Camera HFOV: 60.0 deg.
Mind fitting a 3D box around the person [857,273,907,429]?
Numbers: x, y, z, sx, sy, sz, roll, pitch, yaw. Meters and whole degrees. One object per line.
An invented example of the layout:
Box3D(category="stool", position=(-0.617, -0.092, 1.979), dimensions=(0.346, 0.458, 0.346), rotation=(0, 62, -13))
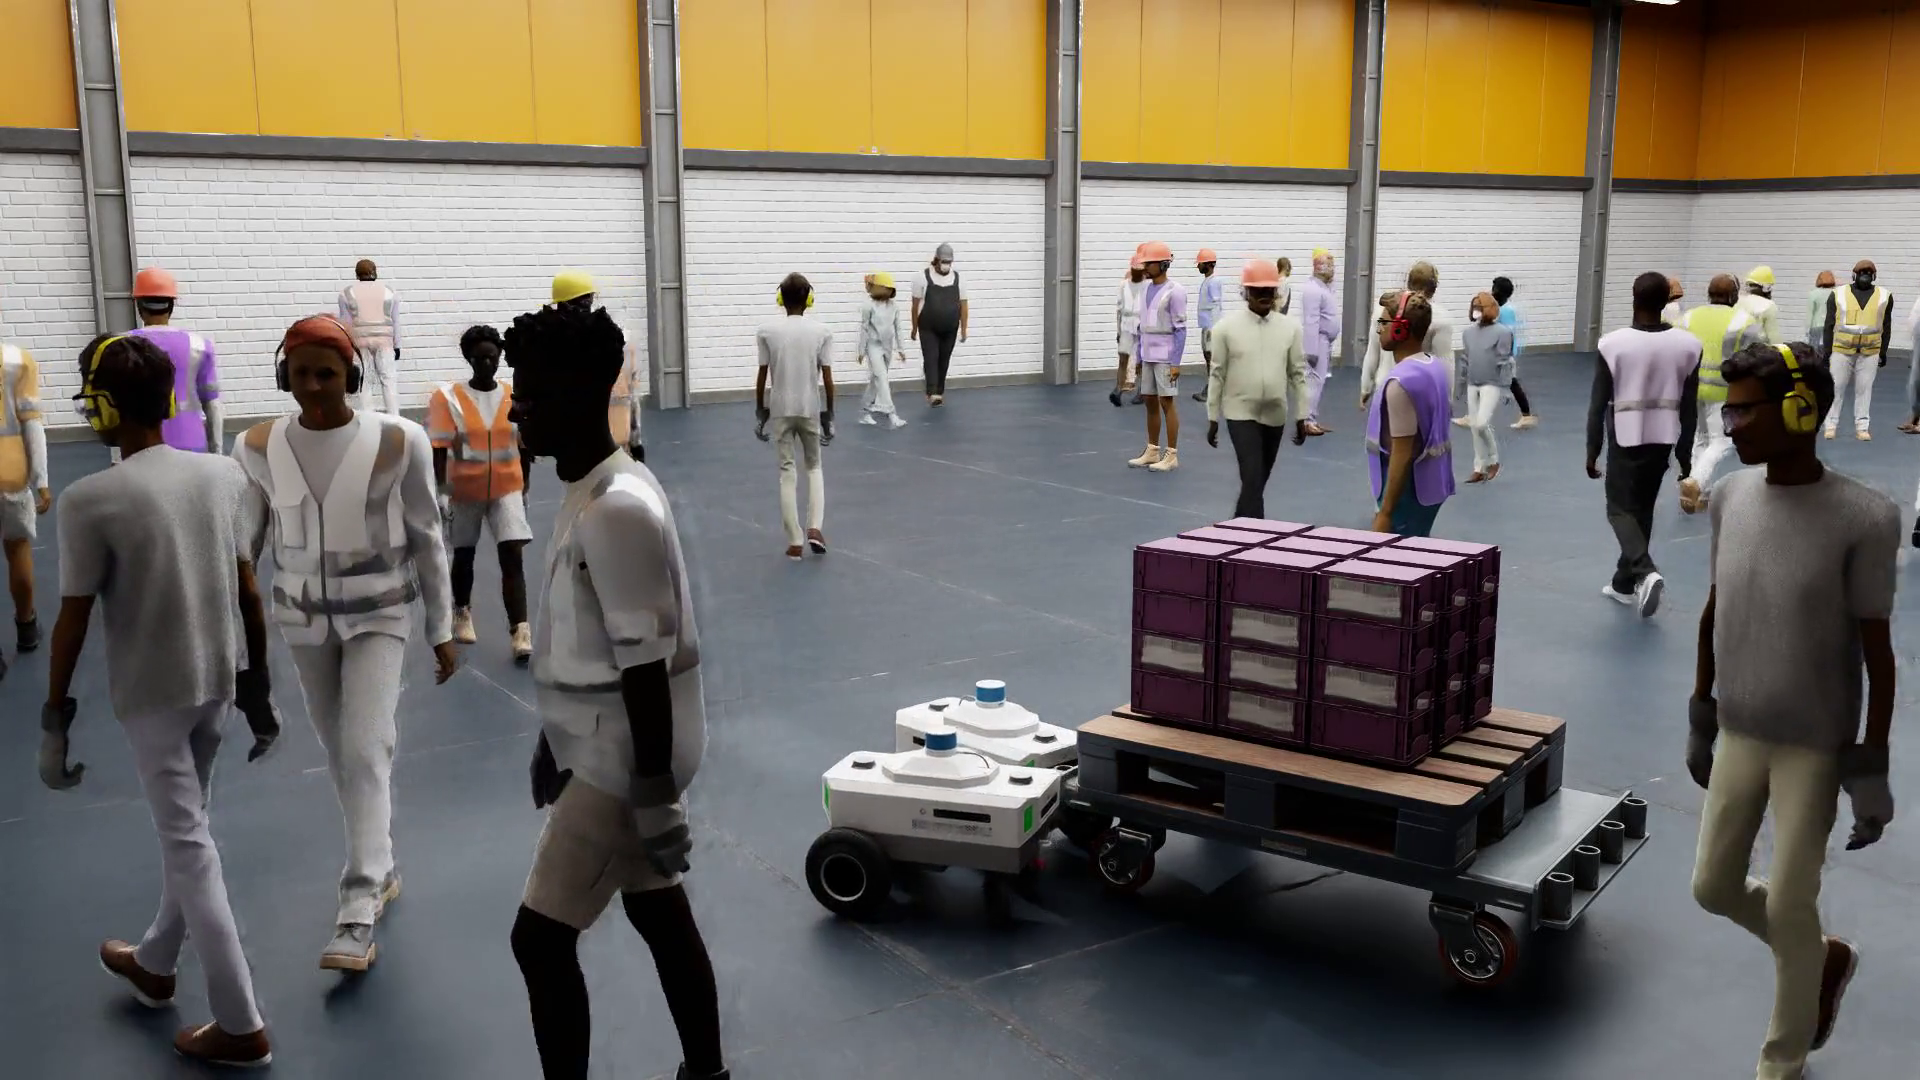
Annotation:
Box3D(category="person", position=(-0.839, -2.069, 18.177), dimensions=(0.491, 1.679, 0.913), rotation=(-10, 14, -43))

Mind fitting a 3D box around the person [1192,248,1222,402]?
Box3D(category="person", position=(3.124, -2.716, 21.050), dimensions=(0.375, 1.933, 0.550), rotation=(0, 10, 0))

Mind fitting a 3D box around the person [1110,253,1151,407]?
Box3D(category="person", position=(2.132, -2.557, 20.334), dimensions=(0.560, 1.873, 1.015), rotation=(4, 11, 22))

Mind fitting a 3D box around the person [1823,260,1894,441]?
Box3D(category="person", position=(9.186, -1.940, 17.050), dimensions=(0.627, 1.846, 0.429), rotation=(4, 11, 19))

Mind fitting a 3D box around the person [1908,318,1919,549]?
Box3D(category="person", position=(6.475, -0.834, 10.779), dimensions=(0.645, 1.917, 0.656), rotation=(9, 14, 41))

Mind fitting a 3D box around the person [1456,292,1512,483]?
Box3D(category="person", position=(4.388, -1.269, 13.975), dimensions=(0.363, 1.616, 0.531), rotation=(-6, 12, -31))

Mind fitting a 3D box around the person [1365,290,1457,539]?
Box3D(category="person", position=(1.953, -0.158, 7.270), dimensions=(0.390, 1.848, 0.563), rotation=(6, 12, 29))

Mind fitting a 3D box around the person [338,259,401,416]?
Box3D(category="person", position=(-6.280, -2.063, 17.741), dimensions=(0.624, 1.841, 0.430), rotation=(-5, 11, -24))

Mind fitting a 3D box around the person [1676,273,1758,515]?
Box3D(category="person", position=(5.591, -1.077, 12.416), dimensions=(0.776, 1.821, 0.635), rotation=(-8, 13, -37))

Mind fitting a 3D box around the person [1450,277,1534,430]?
Box3D(category="person", position=(5.796, -1.998, 17.878), dimensions=(0.897, 1.646, 0.544), rotation=(2, 11, 11))

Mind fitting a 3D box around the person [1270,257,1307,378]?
Box3D(category="person", position=(4.582, -3.119, 23.693), dimensions=(0.941, 1.776, 0.588), rotation=(-2, 11, -12))

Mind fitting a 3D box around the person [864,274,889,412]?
Box3D(category="person", position=(-1.004, -2.334, 19.765), dimensions=(0.310, 1.642, 0.506), rotation=(3, 11, 17))

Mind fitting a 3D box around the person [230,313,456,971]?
Box3D(category="person", position=(-1.822, 0.294, 4.762), dimensions=(0.616, 1.849, 0.887), rotation=(0, 10, 1))

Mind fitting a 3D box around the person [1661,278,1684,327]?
Box3D(category="person", position=(7.724, -2.049, 18.220), dimensions=(0.280, 1.634, 0.498), rotation=(3, 11, 18))

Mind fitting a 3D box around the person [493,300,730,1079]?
Box3D(category="person", position=(-0.840, 0.468, 3.594), dimensions=(0.762, 1.929, 0.617), rotation=(-2, 11, -10))

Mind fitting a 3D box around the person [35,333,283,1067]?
Box3D(category="person", position=(-2.091, 0.407, 4.196), dimensions=(0.819, 1.835, 0.532), rotation=(5, 11, 25))

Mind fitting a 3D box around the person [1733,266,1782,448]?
Box3D(category="person", position=(7.896, -1.798, 16.429), dimensions=(0.915, 1.781, 0.617), rotation=(-2, 11, -13))

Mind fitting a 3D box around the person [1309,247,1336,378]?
Box3D(category="person", position=(5.317, -3.349, 24.546), dimensions=(0.382, 1.924, 0.594), rotation=(-2, 10, -10))

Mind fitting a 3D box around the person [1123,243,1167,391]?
Box3D(category="person", position=(2.483, -2.999, 22.436), dimensions=(0.610, 1.996, 0.386), rotation=(3, 11, 18))

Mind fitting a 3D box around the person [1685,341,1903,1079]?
Box3D(category="person", position=(1.974, 0.459, 3.889), dimensions=(0.607, 1.849, 0.552), rotation=(-6, 12, -28))

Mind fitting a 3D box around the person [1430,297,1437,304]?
Box3D(category="person", position=(5.333, -2.271, 19.135), dimensions=(0.572, 1.743, 0.546), rotation=(-5, 12, -26))

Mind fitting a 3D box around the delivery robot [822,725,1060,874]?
Box3D(category="delivery robot", position=(-0.055, 0.821, 5.178), dimensions=(0.707, 0.478, 0.477), rotation=(4, 11, 18))

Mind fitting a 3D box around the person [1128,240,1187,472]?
Box3D(category="person", position=(1.738, -1.622, 14.756), dimensions=(0.392, 2.041, 0.615), rotation=(-6, 12, -28))

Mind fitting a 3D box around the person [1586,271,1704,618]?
Box3D(category="person", position=(3.776, -0.527, 9.182), dimensions=(0.596, 1.896, 0.827), rotation=(0, 10, -2))

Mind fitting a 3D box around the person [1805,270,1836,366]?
Box3D(category="person", position=(12.133, -2.980, 23.344), dimensions=(0.513, 1.615, 0.610), rotation=(2, 11, 11))

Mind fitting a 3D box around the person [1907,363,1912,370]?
Box3D(category="person", position=(14.996, -3.445, 25.498), dimensions=(0.894, 1.769, 0.643), rotation=(-3, 11, -14))

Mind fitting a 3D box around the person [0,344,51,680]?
Box3D(category="person", position=(-4.722, -0.322, 8.034), dimensions=(0.565, 1.890, 0.934), rotation=(-6, 12, -28))

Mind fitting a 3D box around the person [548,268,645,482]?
Box3D(category="person", position=(-2.049, -0.563, 9.328), dimensions=(0.445, 1.903, 0.618), rotation=(8, 13, 36))

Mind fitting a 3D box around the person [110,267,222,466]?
Box3D(category="person", position=(-4.331, -0.514, 9.049), dimensions=(0.582, 1.906, 0.823), rotation=(-7, 12, -33))

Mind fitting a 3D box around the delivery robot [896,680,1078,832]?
Box3D(category="delivery robot", position=(0.103, 0.725, 5.718), dimensions=(0.477, 0.478, 0.707), rotation=(-10, 14, -43))

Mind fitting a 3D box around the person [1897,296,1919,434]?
Box3D(category="person", position=(10.251, -2.076, 17.622), dimensions=(0.409, 1.907, 0.651), rotation=(4, 11, 20))

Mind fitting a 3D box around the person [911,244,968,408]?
Box3D(category="person", position=(-0.212, -2.613, 20.199), dimensions=(0.696, 2.000, 1.005), rotation=(-3, 11, -15))

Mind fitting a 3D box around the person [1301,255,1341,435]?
Box3D(category="person", position=(3.809, -2.049, 17.584), dimensions=(0.403, 1.884, 0.705), rotation=(4, 11, 19))

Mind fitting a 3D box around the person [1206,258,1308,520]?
Box3D(category="person", position=(1.896, -0.821, 10.638), dimensions=(0.626, 1.950, 1.004), rotation=(-2, 11, -11))

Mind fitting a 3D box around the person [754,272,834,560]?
Box3D(category="person", position=(-1.081, -0.802, 10.803), dimensions=(0.513, 1.853, 0.510), rotation=(-2, 10, -10))

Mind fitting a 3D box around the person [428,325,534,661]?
Box3D(category="person", position=(-2.365, -0.240, 8.263), dimensions=(0.547, 1.650, 0.895), rotation=(-6, 12, -28))

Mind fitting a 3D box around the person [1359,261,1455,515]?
Box3D(category="person", position=(3.337, -1.077, 12.175), dimensions=(0.913, 1.894, 0.648), rotation=(-9, 14, -40))
